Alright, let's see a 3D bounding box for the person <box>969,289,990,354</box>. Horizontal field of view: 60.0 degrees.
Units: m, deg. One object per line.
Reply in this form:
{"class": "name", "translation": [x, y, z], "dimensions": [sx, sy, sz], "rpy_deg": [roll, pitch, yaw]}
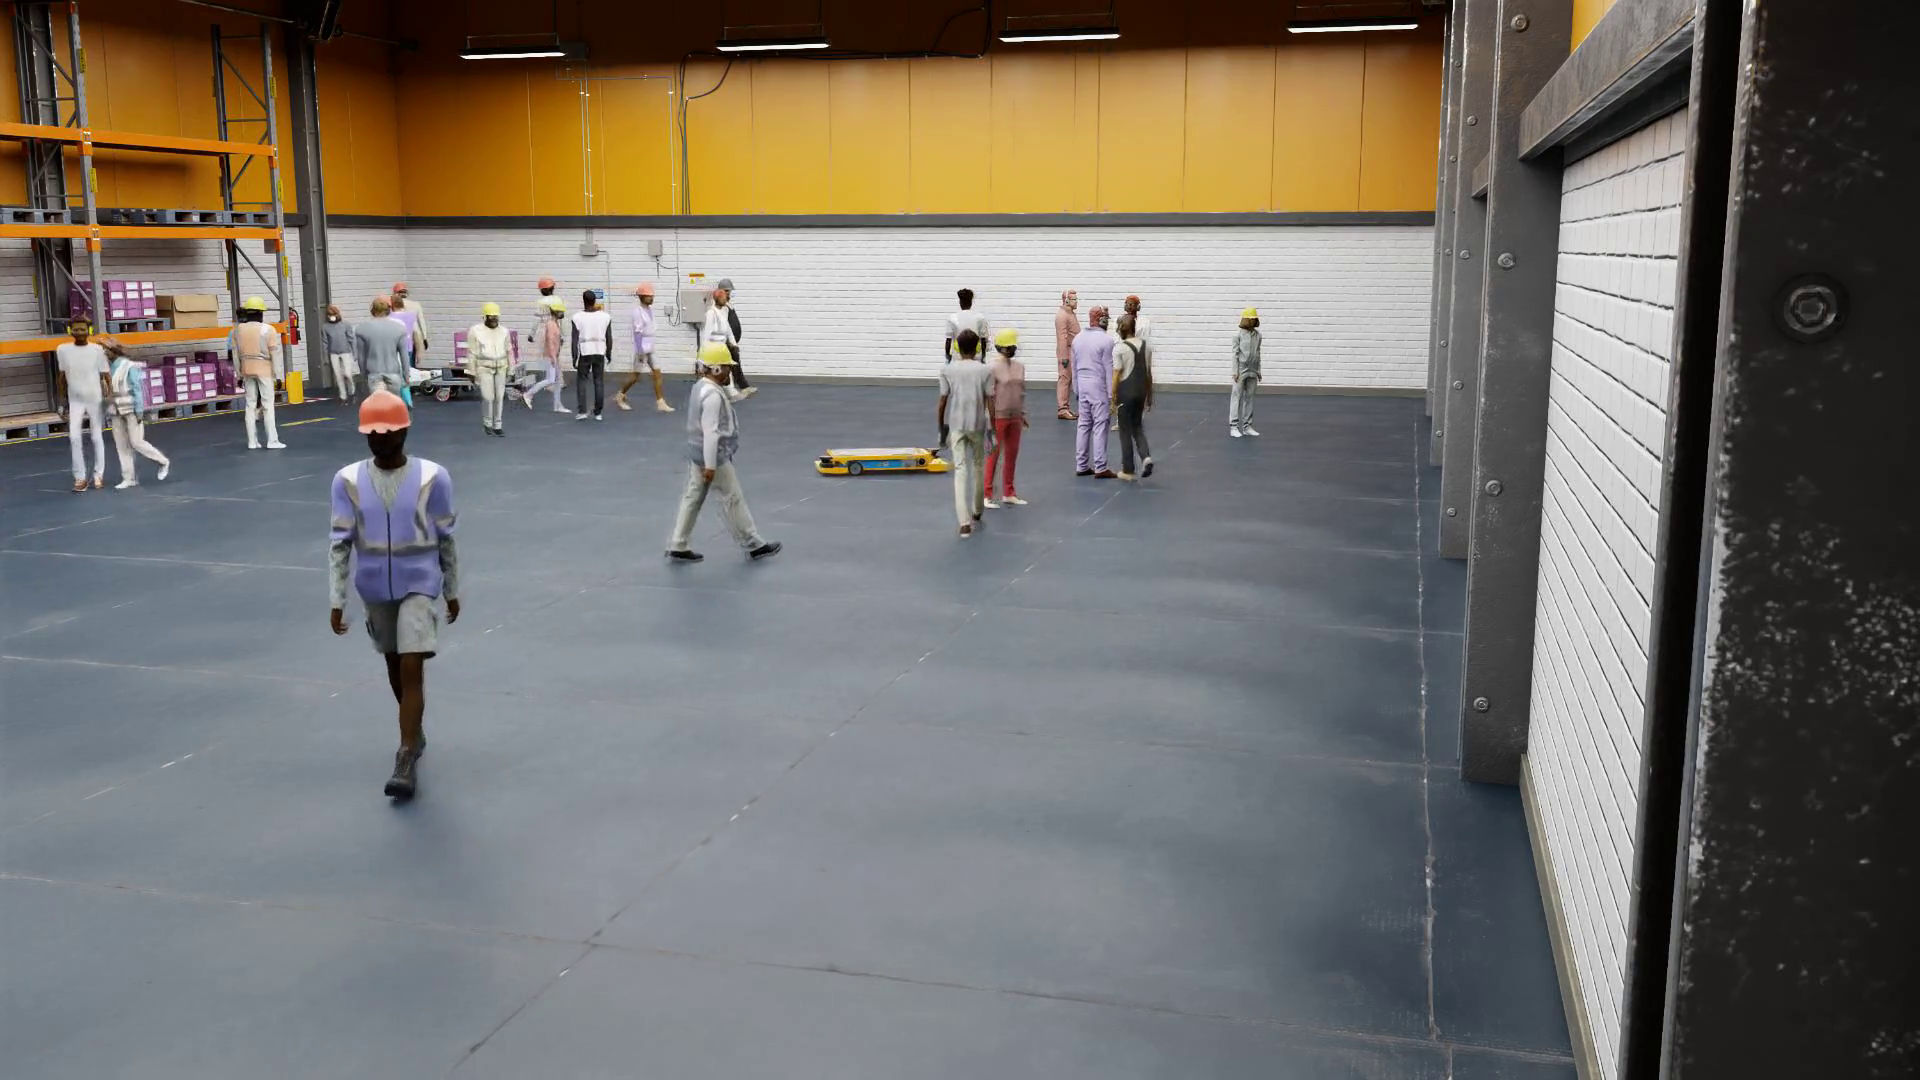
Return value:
{"class": "person", "translation": [0.243, -3.350, 28.311], "dimensions": [0.481, 1.829, 0.549], "rpy_deg": [-4, 11, -23]}

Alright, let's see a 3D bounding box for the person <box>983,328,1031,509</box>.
{"class": "person", "translation": [0.443, -1.183, 16.278], "dimensions": [0.610, 1.752, 0.338], "rpy_deg": [-9, 13, -41]}

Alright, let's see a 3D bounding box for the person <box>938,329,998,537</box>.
{"class": "person", "translation": [0.069, -0.973, 14.920], "dimensions": [0.548, 1.806, 0.985], "rpy_deg": [0, 10, 1]}

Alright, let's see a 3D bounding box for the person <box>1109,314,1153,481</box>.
{"class": "person", "translation": [1.885, -1.533, 18.056], "dimensions": [0.568, 1.819, 0.447], "rpy_deg": [-6, 12, -30]}

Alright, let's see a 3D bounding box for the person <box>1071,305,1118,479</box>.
{"class": "person", "translation": [1.523, -1.637, 18.400], "dimensions": [0.402, 1.906, 0.652], "rpy_deg": [-8, 13, -37]}

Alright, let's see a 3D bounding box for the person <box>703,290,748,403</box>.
{"class": "person", "translation": [-3.871, -3.154, 27.193], "dimensions": [0.958, 1.835, 0.593], "rpy_deg": [2, 10, 9]}

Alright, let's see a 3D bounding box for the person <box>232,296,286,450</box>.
{"class": "person", "translation": [-8.822, -2.094, 20.936], "dimensions": [0.594, 1.922, 0.386], "rpy_deg": [1, 10, 5]}

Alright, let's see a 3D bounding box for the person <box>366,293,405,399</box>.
{"class": "person", "translation": [-7.829, -2.401, 22.687], "dimensions": [0.559, 1.917, 0.442], "rpy_deg": [-4, 11, -23]}

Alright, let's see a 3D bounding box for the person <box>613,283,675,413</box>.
{"class": "person", "translation": [-4.908, -2.961, 25.636], "dimensions": [0.999, 2.013, 0.617], "rpy_deg": [4, 11, 21]}

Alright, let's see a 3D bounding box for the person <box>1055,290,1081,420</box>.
{"class": "person", "translation": [1.618, -2.743, 24.665], "dimensions": [0.409, 1.909, 0.639], "rpy_deg": [2, 10, 13]}

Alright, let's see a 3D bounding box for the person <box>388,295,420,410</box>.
{"class": "person", "translation": [-8.816, -2.939, 26.128], "dimensions": [0.587, 1.788, 1.033], "rpy_deg": [-9, 13, -40]}

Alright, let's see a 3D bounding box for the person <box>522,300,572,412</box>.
{"class": "person", "translation": [-6.345, -2.809, 25.538], "dimensions": [0.662, 1.738, 0.541], "rpy_deg": [0, 10, -1]}

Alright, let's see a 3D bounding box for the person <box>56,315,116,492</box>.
{"class": "person", "translation": [-9.101, -1.407, 17.290], "dimensions": [0.565, 1.836, 0.821], "rpy_deg": [-3, 11, -18]}

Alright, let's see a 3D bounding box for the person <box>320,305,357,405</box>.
{"class": "person", "translation": [-9.971, -2.963, 26.718], "dimensions": [0.525, 1.611, 0.359], "rpy_deg": [-1, 10, -6]}

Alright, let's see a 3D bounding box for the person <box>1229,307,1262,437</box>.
{"class": "person", "translation": [3.869, -2.261, 22.390], "dimensions": [0.483, 1.745, 0.305], "rpy_deg": [-6, 11, -29]}

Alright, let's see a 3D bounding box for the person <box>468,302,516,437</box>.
{"class": "person", "translation": [-6.226, -2.265, 22.198], "dimensions": [0.614, 1.813, 0.476], "rpy_deg": [-8, 13, -38]}

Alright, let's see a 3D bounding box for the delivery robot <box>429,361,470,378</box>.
{"class": "delivery robot", "translation": [-8.821, -2.858, 28.873], "dimensions": [0.707, 0.478, 0.477], "rpy_deg": [-7, 12, -35]}

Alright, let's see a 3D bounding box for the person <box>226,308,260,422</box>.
{"class": "person", "translation": [-10.373, -2.536, 24.167], "dimensions": [0.553, 1.655, 0.831], "rpy_deg": [-1, 10, -6]}

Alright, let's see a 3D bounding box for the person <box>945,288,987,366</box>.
{"class": "person", "translation": [0.084, -2.670, 24.143], "dimensions": [0.619, 1.953, 0.396], "rpy_deg": [-1, 10, -7]}

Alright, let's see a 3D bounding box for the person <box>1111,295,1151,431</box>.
{"class": "person", "translation": [2.356, -2.428, 22.943], "dimensions": [0.574, 1.884, 0.356], "rpy_deg": [6, 12, 33]}

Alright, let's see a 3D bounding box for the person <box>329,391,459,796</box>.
{"class": "person", "translation": [-2.699, 0.225, 7.953], "dimensions": [0.561, 1.883, 1.012], "rpy_deg": [-1, 10, -5]}

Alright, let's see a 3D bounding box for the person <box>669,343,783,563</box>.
{"class": "person", "translation": [-1.942, -0.693, 13.403], "dimensions": [0.926, 1.784, 0.600], "rpy_deg": [-4, 11, -22]}

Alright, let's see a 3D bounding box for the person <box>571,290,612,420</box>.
{"class": "person", "translation": [-5.415, -2.715, 24.487], "dimensions": [0.615, 1.914, 0.470], "rpy_deg": [-4, 11, -22]}

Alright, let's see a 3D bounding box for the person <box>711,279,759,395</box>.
{"class": "person", "translation": [-3.898, -3.429, 28.170], "dimensions": [0.968, 2.000, 0.695], "rpy_deg": [2, 10, 9]}

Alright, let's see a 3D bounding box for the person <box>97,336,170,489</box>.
{"class": "person", "translation": [-8.800, -1.361, 17.664], "dimensions": [0.526, 1.617, 0.538], "rpy_deg": [4, 11, 23]}

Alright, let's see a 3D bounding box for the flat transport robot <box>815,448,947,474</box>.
{"class": "flat transport robot", "translation": [-0.908, -0.907, 18.892], "dimensions": [1.431, 0.197, 0.652], "rpy_deg": [-2, 10, -10]}

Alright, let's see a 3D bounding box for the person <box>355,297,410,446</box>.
{"class": "person", "translation": [-7.262, -2.091, 20.947], "dimensions": [0.625, 1.919, 0.450], "rpy_deg": [-4, 11, -23]}

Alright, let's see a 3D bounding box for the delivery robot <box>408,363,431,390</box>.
{"class": "delivery robot", "translation": [-9.421, -2.775, 28.402], "dimensions": [0.707, 0.478, 0.477], "rpy_deg": [-10, 14, -44]}

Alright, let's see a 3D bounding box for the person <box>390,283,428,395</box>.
{"class": "person", "translation": [-9.536, -3.473, 28.743], "dimensions": [0.622, 1.937, 0.947], "rpy_deg": [-9, 13, -40]}

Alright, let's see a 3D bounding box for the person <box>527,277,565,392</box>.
{"class": "person", "translation": [-7.273, -3.611, 29.256], "dimensions": [0.539, 2.028, 0.610], "rpy_deg": [5, 11, 26]}
